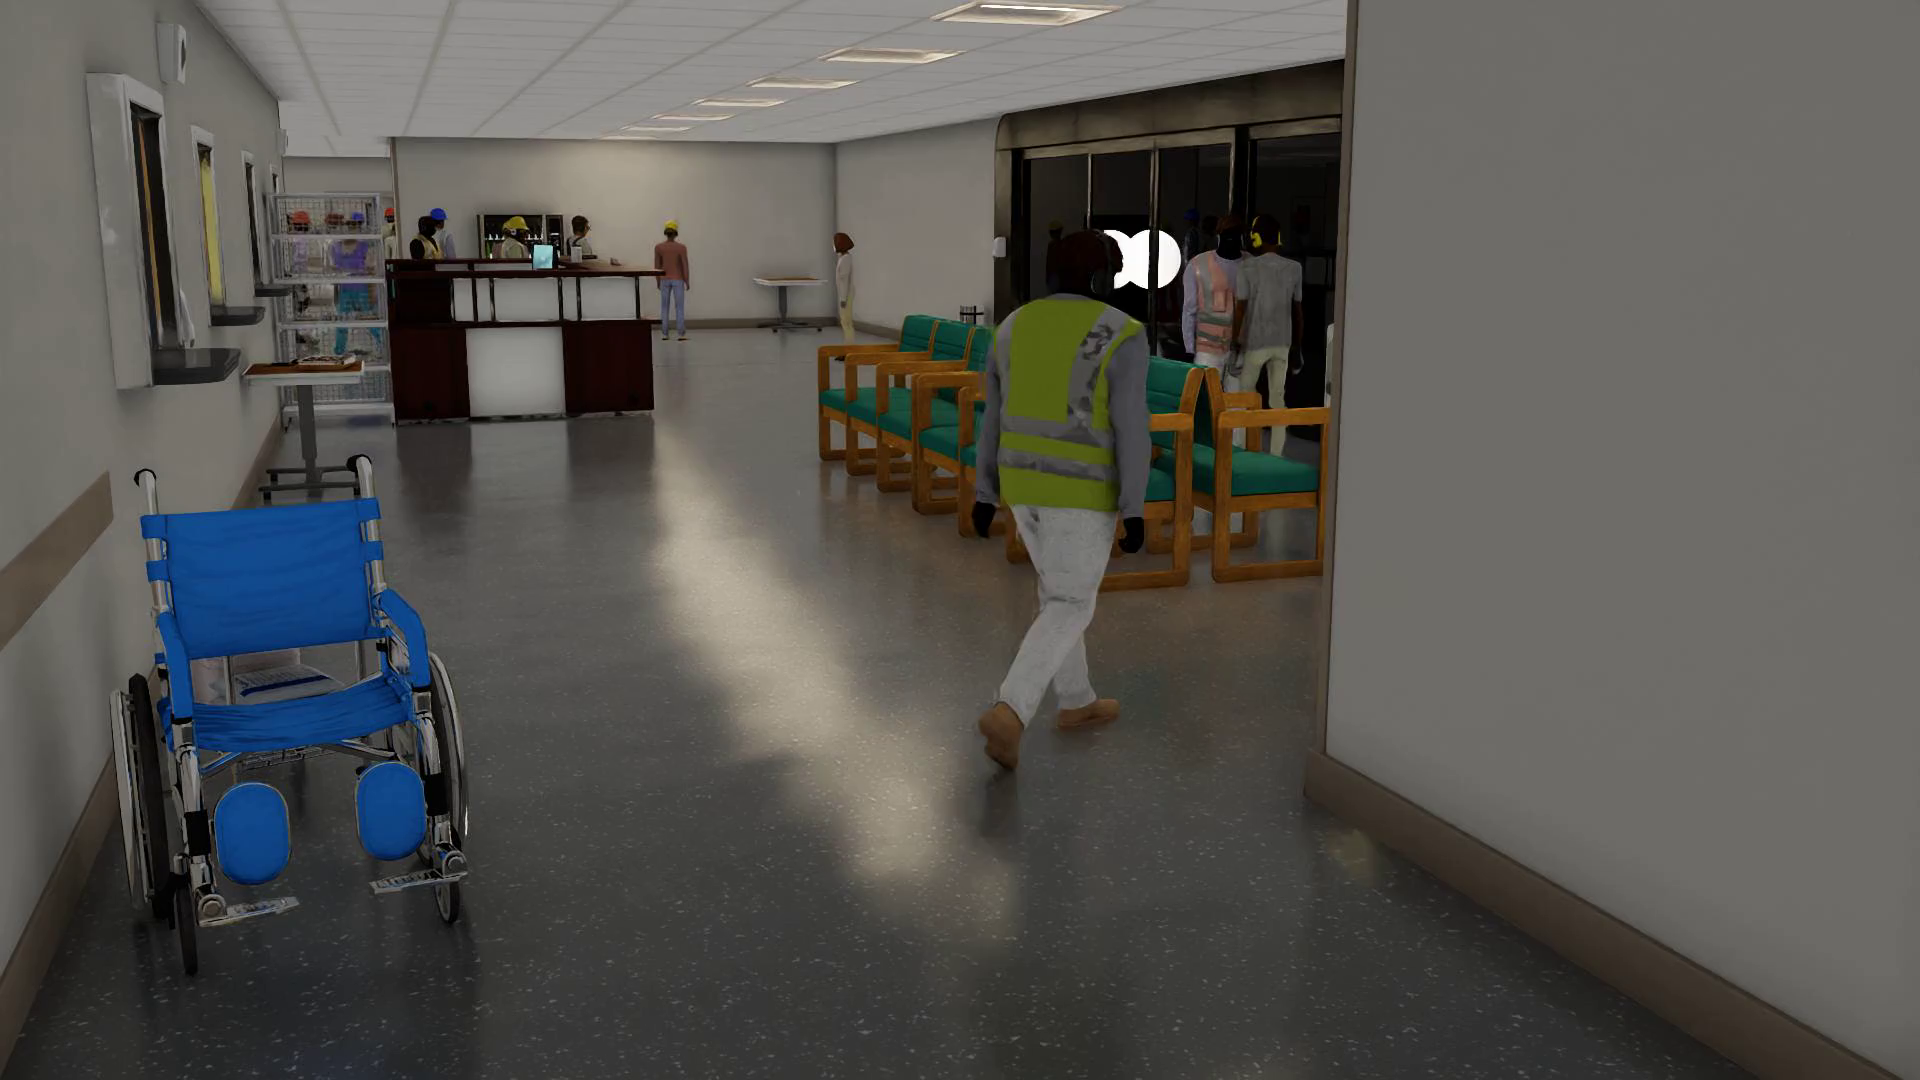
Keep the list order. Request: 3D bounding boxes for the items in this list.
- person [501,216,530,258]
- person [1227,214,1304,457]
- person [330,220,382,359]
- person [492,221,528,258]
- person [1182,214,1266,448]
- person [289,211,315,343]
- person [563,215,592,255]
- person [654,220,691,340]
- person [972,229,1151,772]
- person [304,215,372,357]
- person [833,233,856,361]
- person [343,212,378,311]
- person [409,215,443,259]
[{"bbox_3d":[-5.867,-3.367,22.069,0.403,1.826,0.595,-6,12,-26],"label":"person"},{"bbox_3d":[2.104,-1.319,11.514,0.597,1.836,0.657,-2,11,-11],"label":"person"},{"bbox_3d":[-7.638,-3.139,21.028,0.582,1.801,0.889,2,11,12],"label":"person"},{"bbox_3d":[-6.527,-3.752,24.227,0.522,1.763,0.334,-2,11,-11],"label":"person"},{"bbox_3d":[1.857,-1.336,11.612,0.624,1.845,0.430,-1,11,-6],"label":"person"},{"bbox_3d":[-9.610,-3.807,24.157,0.567,1.901,0.563,-8,14,-36],"label":"person"},{"bbox_3d":[-4.955,-3.316,21.771,0.506,1.841,0.346,9,14,38],"label":"person"},{"bbox_3d":[-4.263,-3.840,24.689,0.538,1.765,0.334,3,11,13],"label":"person"},{"bbox_3d":[0.300,-0.148,5.629,0.645,1.801,0.861,10,15,42],"label":"person"},{"bbox_3d":[-8.091,-3.280,21.533,0.718,1.866,0.585,-3,11,-13],"label":"person"},{"bbox_3d":[-1.470,-3.089,21.177,0.285,1.627,0.504,0,11,-1],"label":"person"},{"bbox_3d":[-11.650,-5.398,32.317,0.628,1.884,0.986,0,11,-1],"label":"person"},{"bbox_3d":[-7.406,-3.598,23.225,0.429,1.841,0.631,1,11,7],"label":"person"}]
